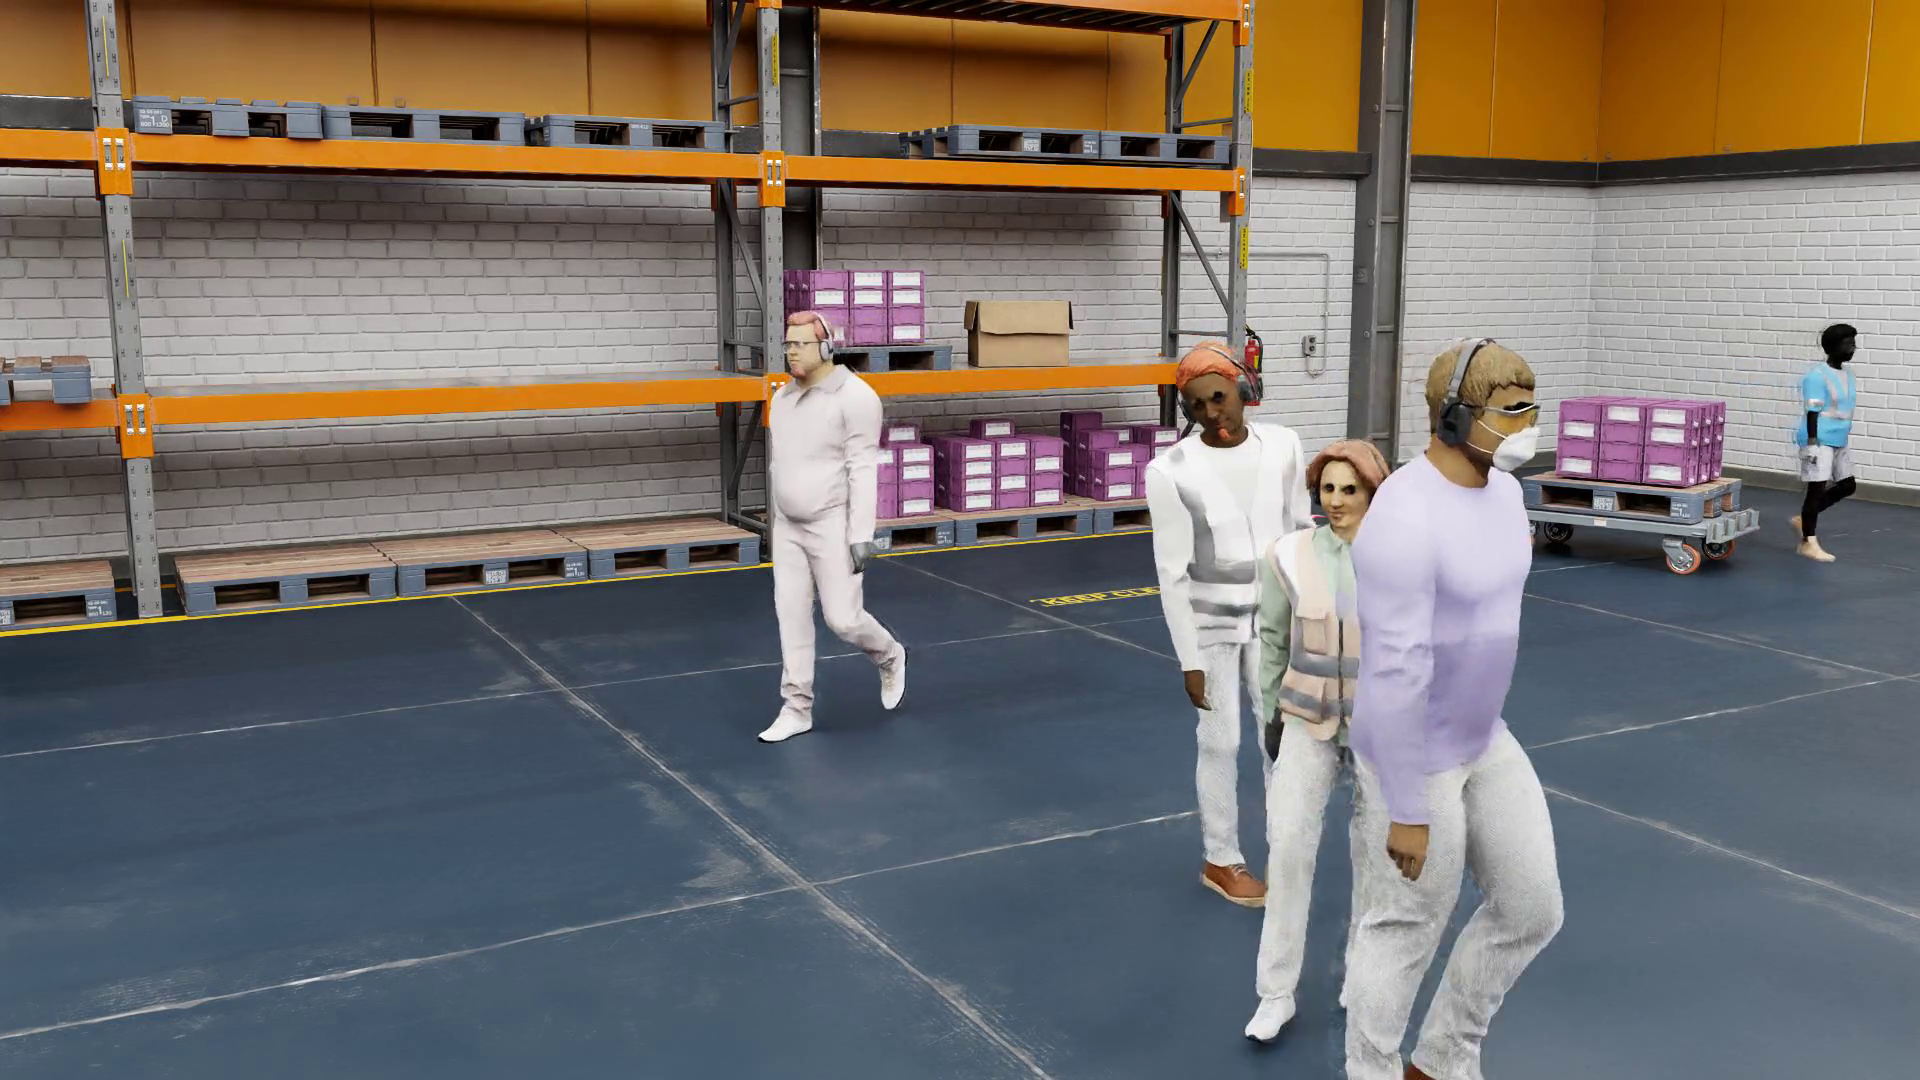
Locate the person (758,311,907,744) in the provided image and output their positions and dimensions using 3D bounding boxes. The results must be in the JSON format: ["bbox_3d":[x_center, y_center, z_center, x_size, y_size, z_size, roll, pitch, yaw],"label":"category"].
[{"bbox_3d":[-0.580,-0.069,7.368,0.651,1.888,0.732,7,12,37],"label":"person"}]

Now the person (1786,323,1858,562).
[{"bbox_3d":[6.102,-0.687,11.761,0.545,1.688,0.404,-6,11,-31],"label":"person"}]

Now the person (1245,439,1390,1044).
[{"bbox_3d":[1.020,0.547,4.457,0.519,1.613,0.729,4,10,22],"label":"person"}]

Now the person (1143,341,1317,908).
[{"bbox_3d":[0.890,0.299,5.267,0.672,1.847,0.534,-2,10,-14],"label":"person"}]

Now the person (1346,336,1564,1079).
[{"bbox_3d":[1.120,0.510,3.724,0.552,1.918,0.654,9,13,42],"label":"person"}]
